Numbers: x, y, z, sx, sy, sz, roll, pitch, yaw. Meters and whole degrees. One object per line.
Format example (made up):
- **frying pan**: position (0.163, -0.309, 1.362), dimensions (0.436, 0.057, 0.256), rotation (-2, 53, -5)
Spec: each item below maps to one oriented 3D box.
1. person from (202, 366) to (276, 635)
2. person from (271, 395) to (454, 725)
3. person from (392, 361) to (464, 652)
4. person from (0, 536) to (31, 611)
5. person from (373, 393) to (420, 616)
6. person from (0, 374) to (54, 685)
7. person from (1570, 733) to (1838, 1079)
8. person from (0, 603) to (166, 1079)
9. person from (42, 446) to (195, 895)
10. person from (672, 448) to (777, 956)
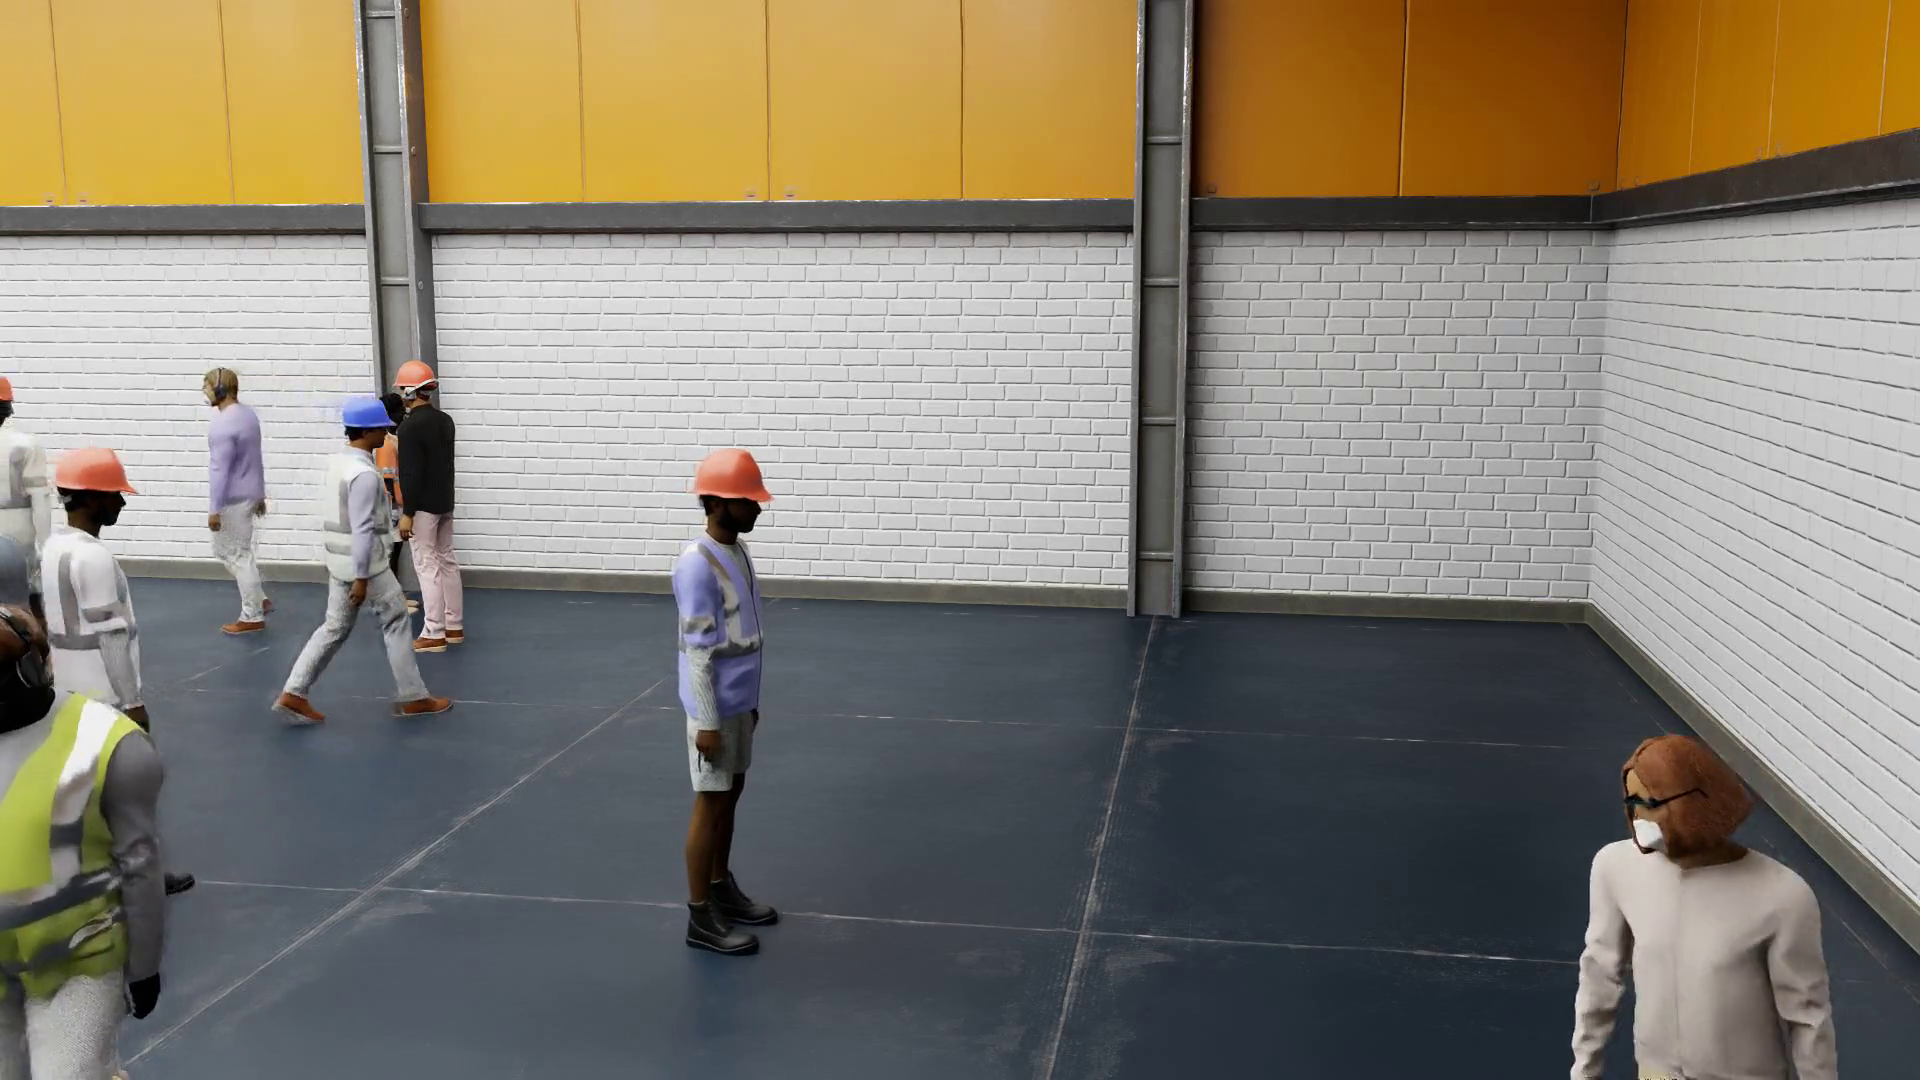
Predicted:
- **person**: position (-5.175, -0.266, 11.814), dimensions (0.437, 1.927, 0.639), rotation (-1, 9, -6)
- **person**: position (-3.489, 0.124, 9.516), dimensions (0.962, 1.913, 0.601), rotation (-7, 12, -37)
- **person**: position (-3.668, -0.229, 11.403), dimensions (0.396, 1.992, 0.619), rotation (2, 9, 11)
- **person**: position (-3.876, 0.650, 6.226), dimensions (0.689, 1.906, 0.858), rotation (-1, 9, -8)
- **person**: position (-4.282, -0.266, 12.574), dimensions (0.319, 1.690, 0.534), rotation (-2, 10, -15)
- **person**: position (-5.787, -0.019, 10.076), dimensions (0.639, 2.000, 0.983), rotation (-2, 10, -14)
- **person**: position (1.652, 1.212, 3.715), dimensions (0.430, 1.593, 0.538), rotation (-8, 12, -40)
- **person**: position (-2.310, 1.026, 4.222), dimensions (0.621, 1.817, 0.712), rotation (0, 9, -2)
- **person**: position (-3.447, 0.581, 6.638), dimensions (0.581, 1.917, 0.574), rotation (-8, 12, -41)
- **person**: position (-0.883, 0.610, 6.409), dimensions (0.378, 1.933, 0.551), rotation (2, 9, 9)
